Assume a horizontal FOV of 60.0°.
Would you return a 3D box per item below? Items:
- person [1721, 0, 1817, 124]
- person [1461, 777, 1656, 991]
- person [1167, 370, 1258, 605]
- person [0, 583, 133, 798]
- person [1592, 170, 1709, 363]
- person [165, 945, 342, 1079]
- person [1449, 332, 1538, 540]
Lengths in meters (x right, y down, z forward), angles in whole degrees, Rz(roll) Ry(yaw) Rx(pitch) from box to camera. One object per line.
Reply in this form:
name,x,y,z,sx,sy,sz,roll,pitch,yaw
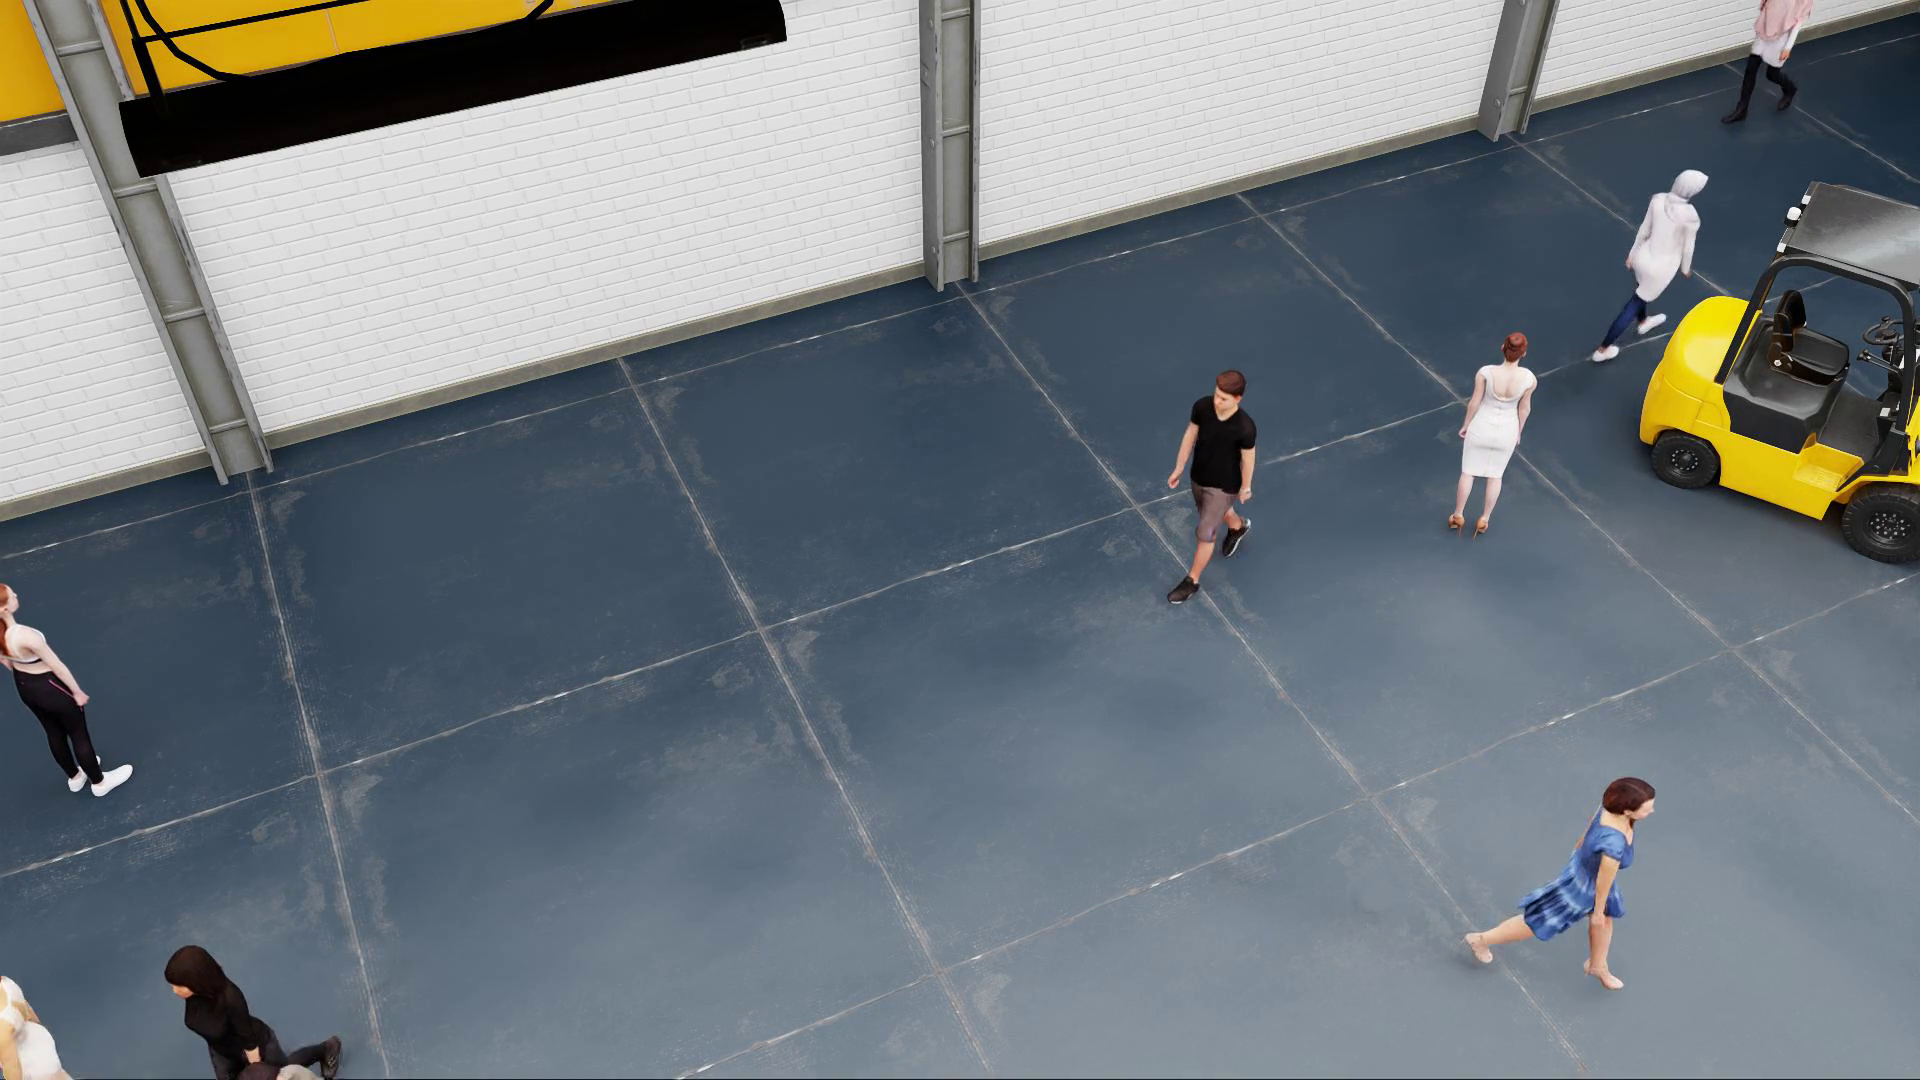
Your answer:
person,7.943,-4.859,16.038,1.018,1.780,0.663,-16,46,-16
person,3.277,1.868,8.988,1.183,1.763,1.124,15,46,16
person,1.813,-0.462,11.375,1.238,1.844,0.870,-31,51,-28
person,-5.511,0.907,10.013,0.656,1.742,0.719,13,45,14
person,5.441,-2.121,13.197,1.031,1.733,0.603,-20,47,-20
person,-3.577,2.501,8.432,1.024,1.614,1.052,12,45,12
person,3.731,-0.737,11.702,0.627,1.793,0.709,10,45,10
